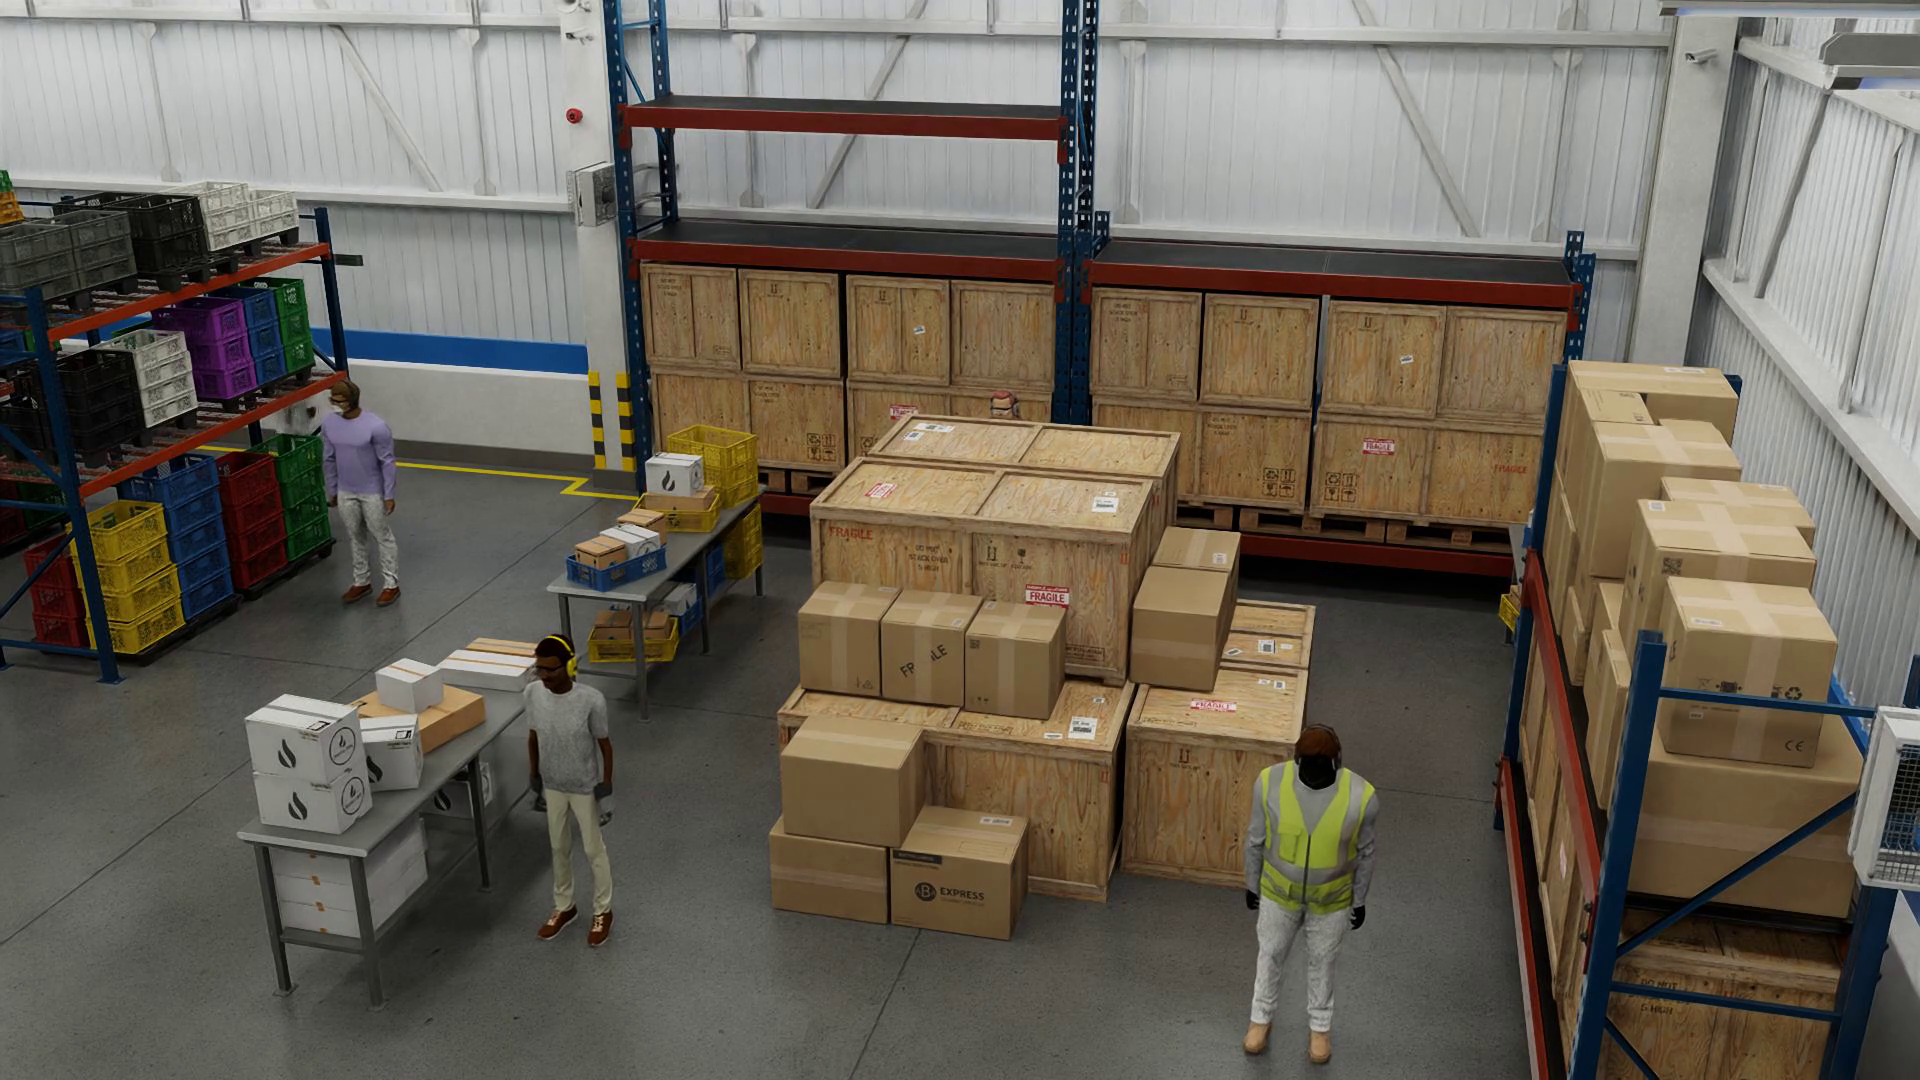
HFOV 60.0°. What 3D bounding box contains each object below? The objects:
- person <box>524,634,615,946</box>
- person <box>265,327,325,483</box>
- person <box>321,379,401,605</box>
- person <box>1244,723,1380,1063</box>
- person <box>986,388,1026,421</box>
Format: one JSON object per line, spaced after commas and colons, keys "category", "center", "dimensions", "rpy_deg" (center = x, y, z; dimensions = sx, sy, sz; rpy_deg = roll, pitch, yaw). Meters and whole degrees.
{"category": "person", "center": [-2.152, 1.375, 9.187], "dimensions": [0.514, 1.871, 0.327], "rpy_deg": [6, 22, 15]}
{"category": "person", "center": [-6.589, -1.430, 16.554], "dimensions": [0.579, 1.861, 0.749], "rpy_deg": [8, 22, 21]}
{"category": "person", "center": [-4.933, -0.396, 13.731], "dimensions": [0.629, 1.936, 0.371], "rpy_deg": [6, 22, 15]}
{"category": "person", "center": [1.719, 1.746, 8.255], "dimensions": [0.625, 1.843, 0.430], "rpy_deg": [6, 22, 15]}
{"category": "person", "center": [0.356, -0.312, 13.551], "dimensions": [0.643, 1.908, 0.399], "rpy_deg": [6, 22, 15]}
